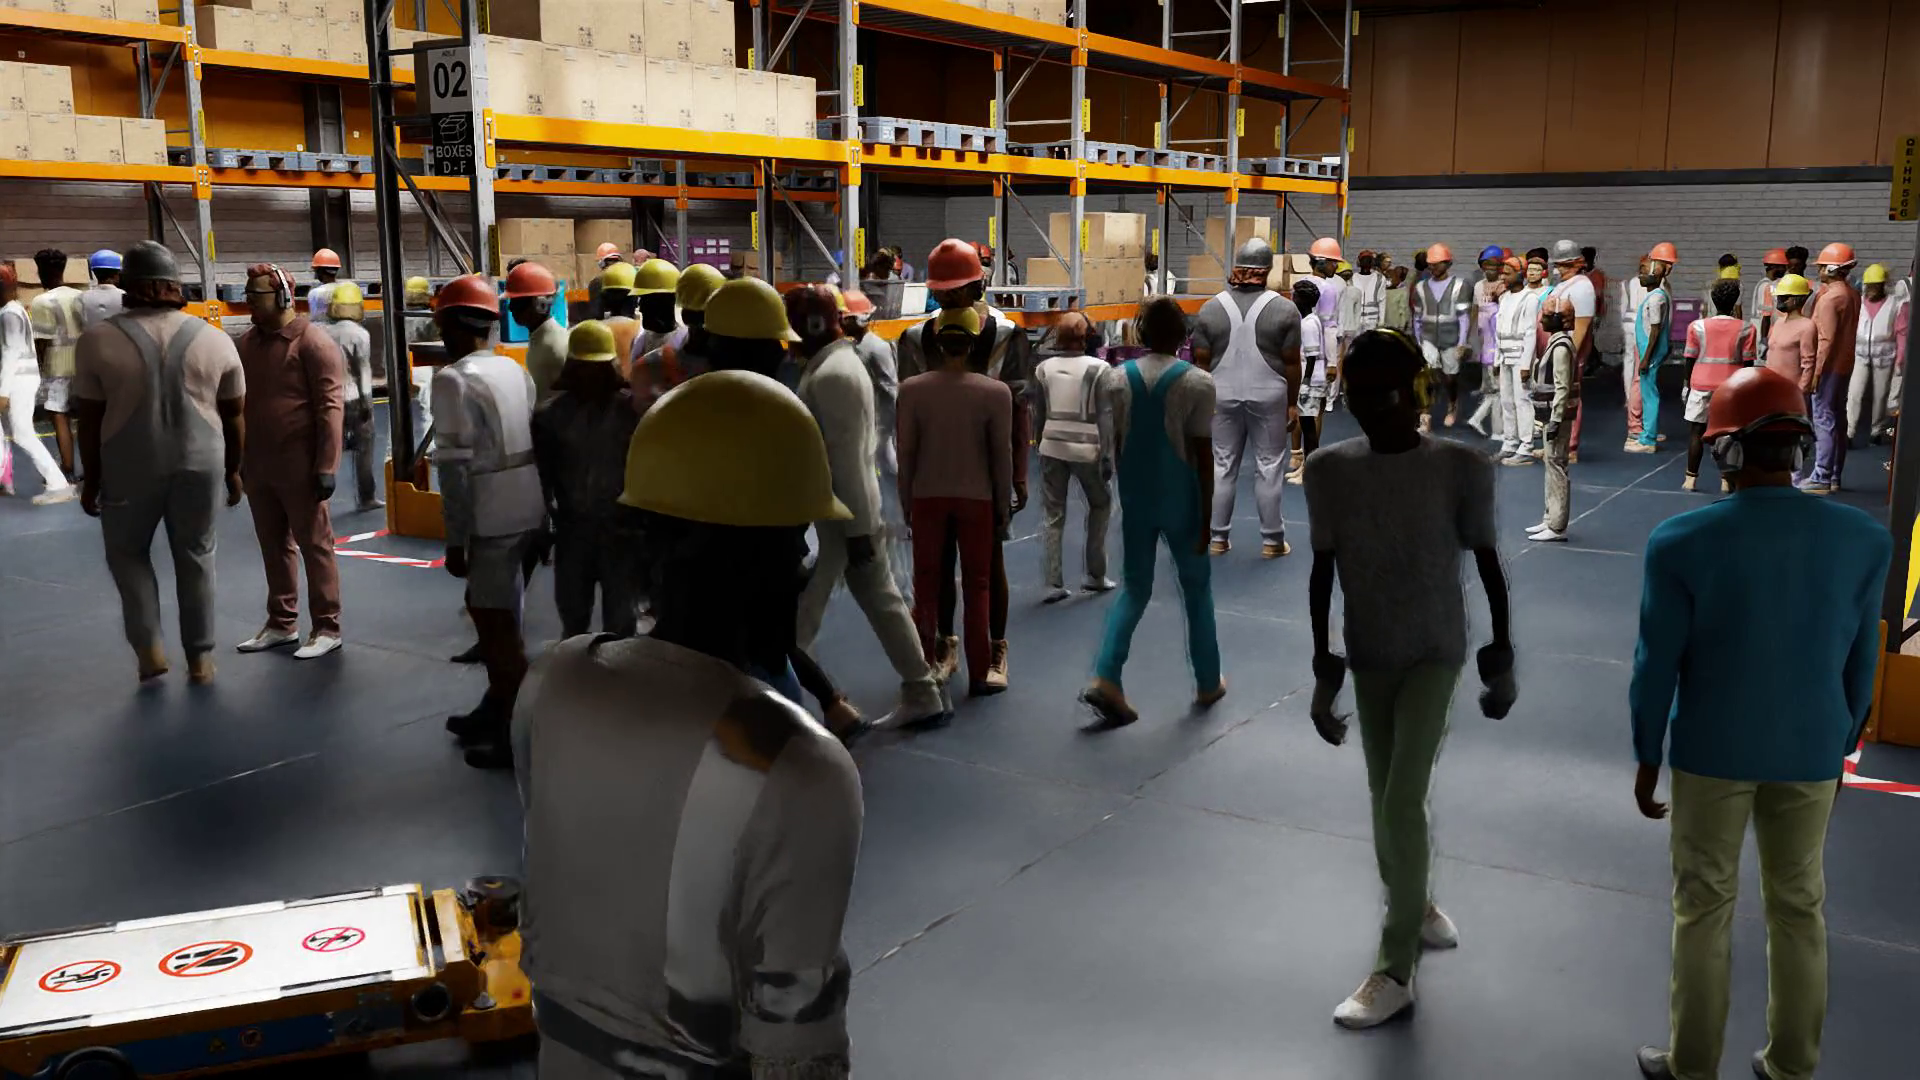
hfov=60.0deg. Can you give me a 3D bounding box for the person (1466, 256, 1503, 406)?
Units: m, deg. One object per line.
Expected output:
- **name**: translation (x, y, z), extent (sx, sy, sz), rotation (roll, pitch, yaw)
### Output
- **person**: translation (6.458, -2.540, 20.294), extent (0.500, 1.820, 0.636), rotation (-6, 12, -30)

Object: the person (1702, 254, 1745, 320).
- **person**: translation (9.230, -2.530, 20.170), extent (0.328, 1.862, 0.502), rotation (-9, 14, -42)

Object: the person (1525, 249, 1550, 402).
- **person**: translation (6.788, -2.462, 19.614), extent (0.374, 1.916, 0.596), rotation (3, 11, 17)

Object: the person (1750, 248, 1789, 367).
- **person**: translation (8.975, -2.262, 18.481), extent (0.386, 1.928, 0.546), rotation (5, 11, 25)

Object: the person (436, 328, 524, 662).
- **person**: translation (-2.323, -0.289, 8.018), extent (0.329, 1.760, 0.523), rotation (2, 10, 9)

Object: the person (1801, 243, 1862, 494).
- **person**: translation (6.946, -1.362, 13.303), extent (0.611, 1.996, 0.379), rotation (-10, 14, -43)

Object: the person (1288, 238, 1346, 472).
- **person**: translation (3.101, -1.580, 14.396), extent (0.396, 2.034, 0.614), rotation (-4, 11, -19)

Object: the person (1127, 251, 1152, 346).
- **person**: translation (3.172, -4.073, 28.727), extent (0.556, 1.846, 0.915), rotation (-4, 11, -22)

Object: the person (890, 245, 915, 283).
- **person**: translation (-1.053, -3.875, 27.389), extent (0.629, 1.940, 0.372), rotation (1, 10, 5)

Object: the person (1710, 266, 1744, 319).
- **person**: translation (8.904, -2.305, 19.301), extent (0.618, 1.724, 0.493), rotation (0, 10, -2)

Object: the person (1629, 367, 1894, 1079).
- **person**: translation (1.836, 0.467, 3.903), extent (0.552, 1.735, 0.381), rotation (0, 10, 2)

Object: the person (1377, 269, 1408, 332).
- **person**: translation (5.944, -2.930, 23.021), extent (0.501, 1.628, 0.270), rotation (9, 14, 42)

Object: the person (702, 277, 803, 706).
- **person**: translation (-0.662, 0.168, 5.053), extent (0.540, 1.906, 0.621), rotation (-2, 10, -10)

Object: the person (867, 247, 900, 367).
- **person**: translation (-0.901, -2.533, 19.949), extent (0.372, 1.940, 0.629), rotation (-10, 14, -43)

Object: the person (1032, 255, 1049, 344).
- **person**: translation (1.575, -4.332, 30.443), extent (0.380, 1.740, 0.583), rotation (0, 10, -2)

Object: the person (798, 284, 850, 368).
- **person**: translation (-0.830, -0.670, 10.132), extent (0.329, 1.760, 0.521), rotation (-5, 11, -24)

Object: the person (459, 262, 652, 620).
- **person**: translation (-2.067, -0.498, 8.785), extent (1.116, 1.918, 0.632), rotation (-6, 12, -31)

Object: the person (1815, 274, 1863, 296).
- **person**: translation (11.651, -2.871, 22.133), extent (0.493, 1.826, 0.661), rotation (-10, 14, -44)

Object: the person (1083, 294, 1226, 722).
- **person**: translation (0.837, -0.135, 7.062), extent (0.509, 1.813, 0.815), rotation (6, 12, 28)

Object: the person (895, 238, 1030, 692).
- **person**: translation (0.005, -0.325, 7.469), extent (0.617, 2.030, 0.404), rotation (2, 10, 12)

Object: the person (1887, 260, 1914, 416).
- **person**: translation (10.962, -2.360, 19.136), extent (0.572, 1.886, 0.355), rotation (-4, 11, -22)

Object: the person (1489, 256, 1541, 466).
- **person**: translation (5.012, -1.609, 15.017), extent (0.356, 1.877, 0.574), rotation (-2, 10, -10)

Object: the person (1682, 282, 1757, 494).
- **person**: translation (6.073, -1.213, 13.328), extent (0.536, 1.693, 0.319), rotation (4, 11, 22)

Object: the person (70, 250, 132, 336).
- **person**: translation (-6.949, -1.403, 13.679), extent (0.602, 1.941, 0.402), rotation (-2, 10, -11)

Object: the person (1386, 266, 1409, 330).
- **person**: translation (6.573, -3.309, 25.110), extent (0.317, 1.631, 0.521), rotation (-5, 11, -24)

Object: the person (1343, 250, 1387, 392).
- **person**: translation (5.343, -2.888, 22.062), extent (0.584, 1.883, 0.345), rotation (2, 10, 13)

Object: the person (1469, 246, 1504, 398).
- **person**: translation (6.820, -2.785, 21.316), extent (0.406, 1.947, 0.607), rotation (-1, 10, -5)

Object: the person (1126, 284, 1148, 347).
- **person**: translation (2.501, -3.154, 23.901), extent (0.330, 1.751, 0.563), rotation (-2, 11, -13)

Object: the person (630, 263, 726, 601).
- **person**: translation (-1.027, -0.144, 6.742), extent (0.586, 1.928, 0.369), rotation (-4, 11, -23)

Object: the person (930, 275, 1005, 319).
- **person**: translation (0.051, -1.060, 12.080), extent (0.567, 1.836, 0.385), rotation (-2, 10, -13)

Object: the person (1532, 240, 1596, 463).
- **person**: translation (5.473, -1.721, 15.168), extent (0.535, 2.000, 0.673), rotation (1, 10, 6)

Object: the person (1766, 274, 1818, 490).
- **person**: translation (6.206, -1.104, 12.512), extent (0.312, 1.769, 0.522), rotation (-1, 10, -6)

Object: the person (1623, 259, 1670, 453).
- **person**: translation (6.558, -1.746, 15.843), extent (0.343, 1.847, 0.506), rotation (5, 11, 25)

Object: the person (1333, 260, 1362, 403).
- **person**: translation (4.758, -2.593, 20.759), extent (0.525, 1.769, 0.316), rotation (-4, 11, -21)

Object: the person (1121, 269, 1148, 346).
- **person**: translation (2.902, -3.961, 27.844), extent (0.629, 1.940, 0.702), rotation (7, 12, 34)

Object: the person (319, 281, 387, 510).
- **person**: translation (-4.566, -1.044, 12.297), extent (0.494, 1.723, 0.622), rotation (3, 11, 18)
